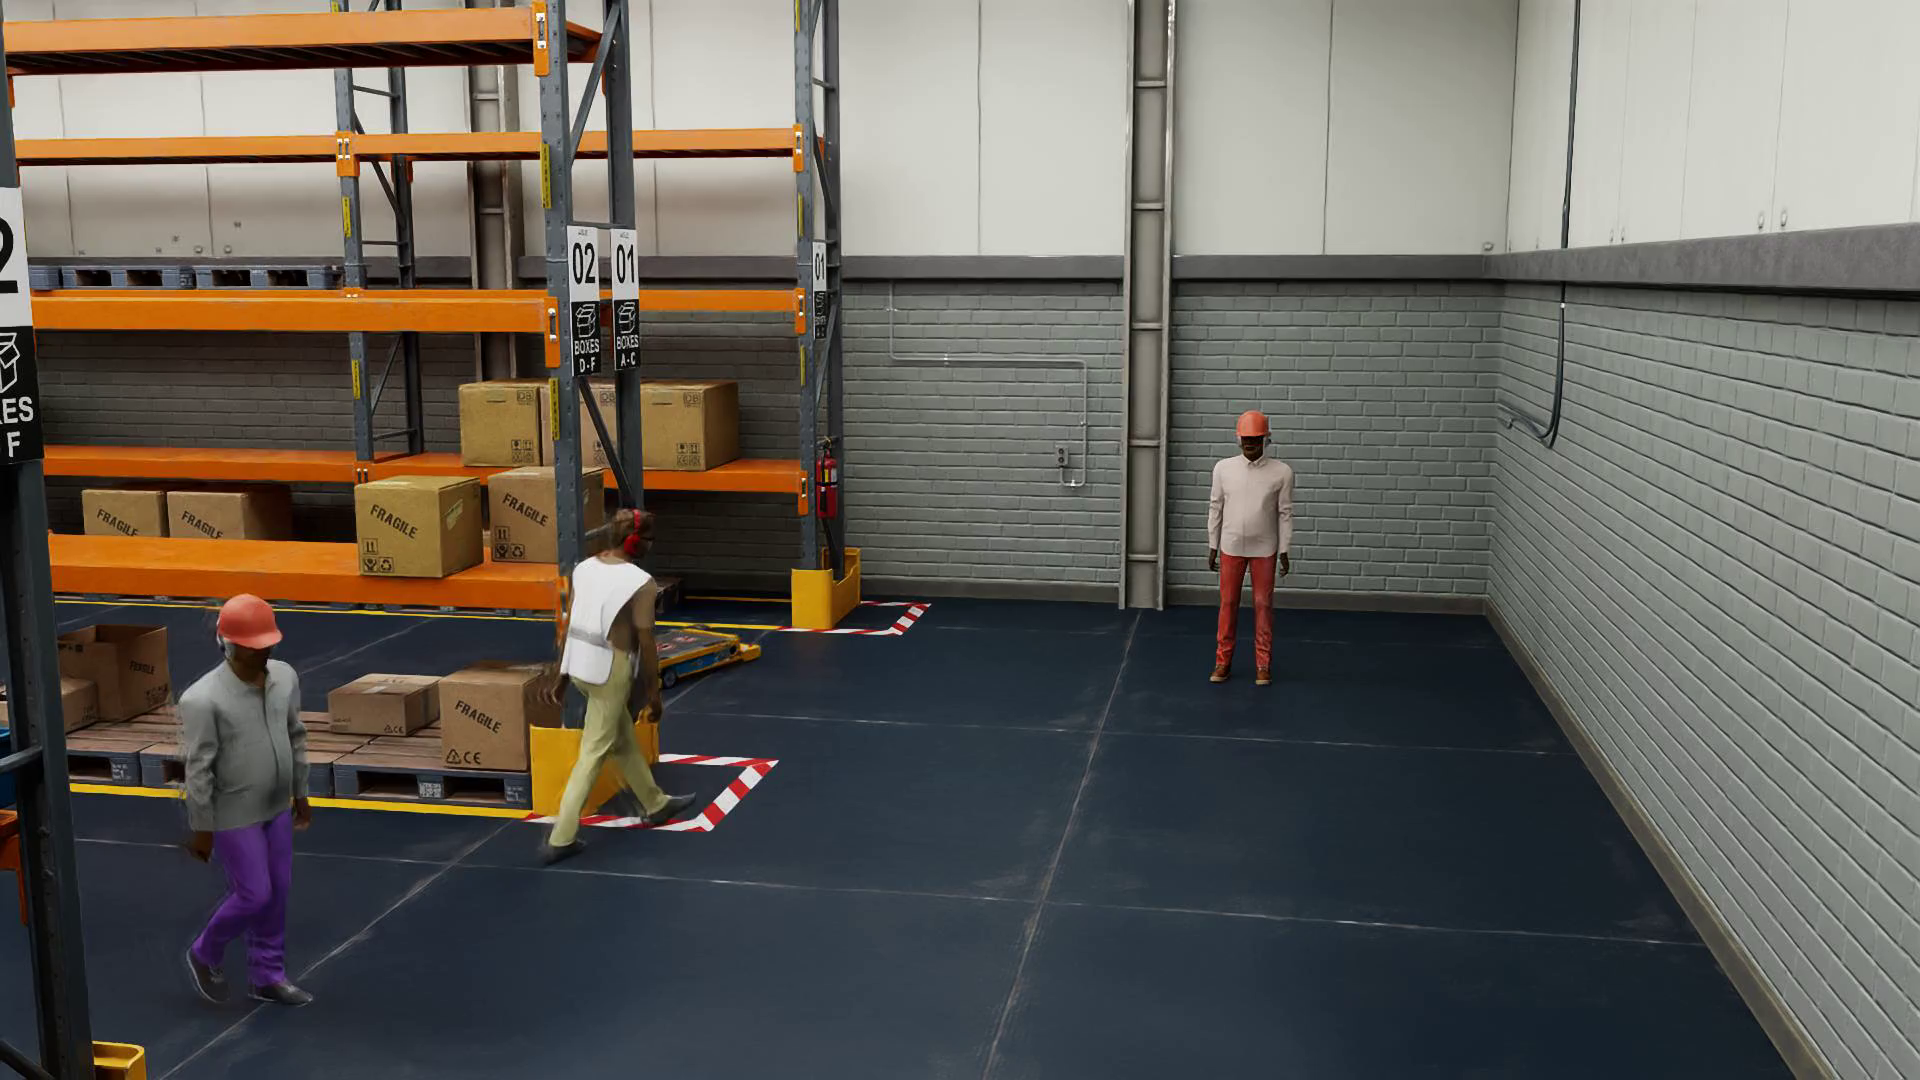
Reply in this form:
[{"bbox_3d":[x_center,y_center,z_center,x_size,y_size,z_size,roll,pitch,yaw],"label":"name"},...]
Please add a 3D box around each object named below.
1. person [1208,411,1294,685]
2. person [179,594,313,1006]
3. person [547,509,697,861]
[{"bbox_3d":[2.098,0.058,12.064,0.611,1.996,0.378,3,10,16],"label":"person"},{"bbox_3d":[-2.853,1.054,6.694,0.453,1.726,0.581,3,10,19],"label":"person"},{"bbox_3d":[-1.799,0.721,8.632,0.642,1.769,0.983,8,12,42],"label":"person"}]
